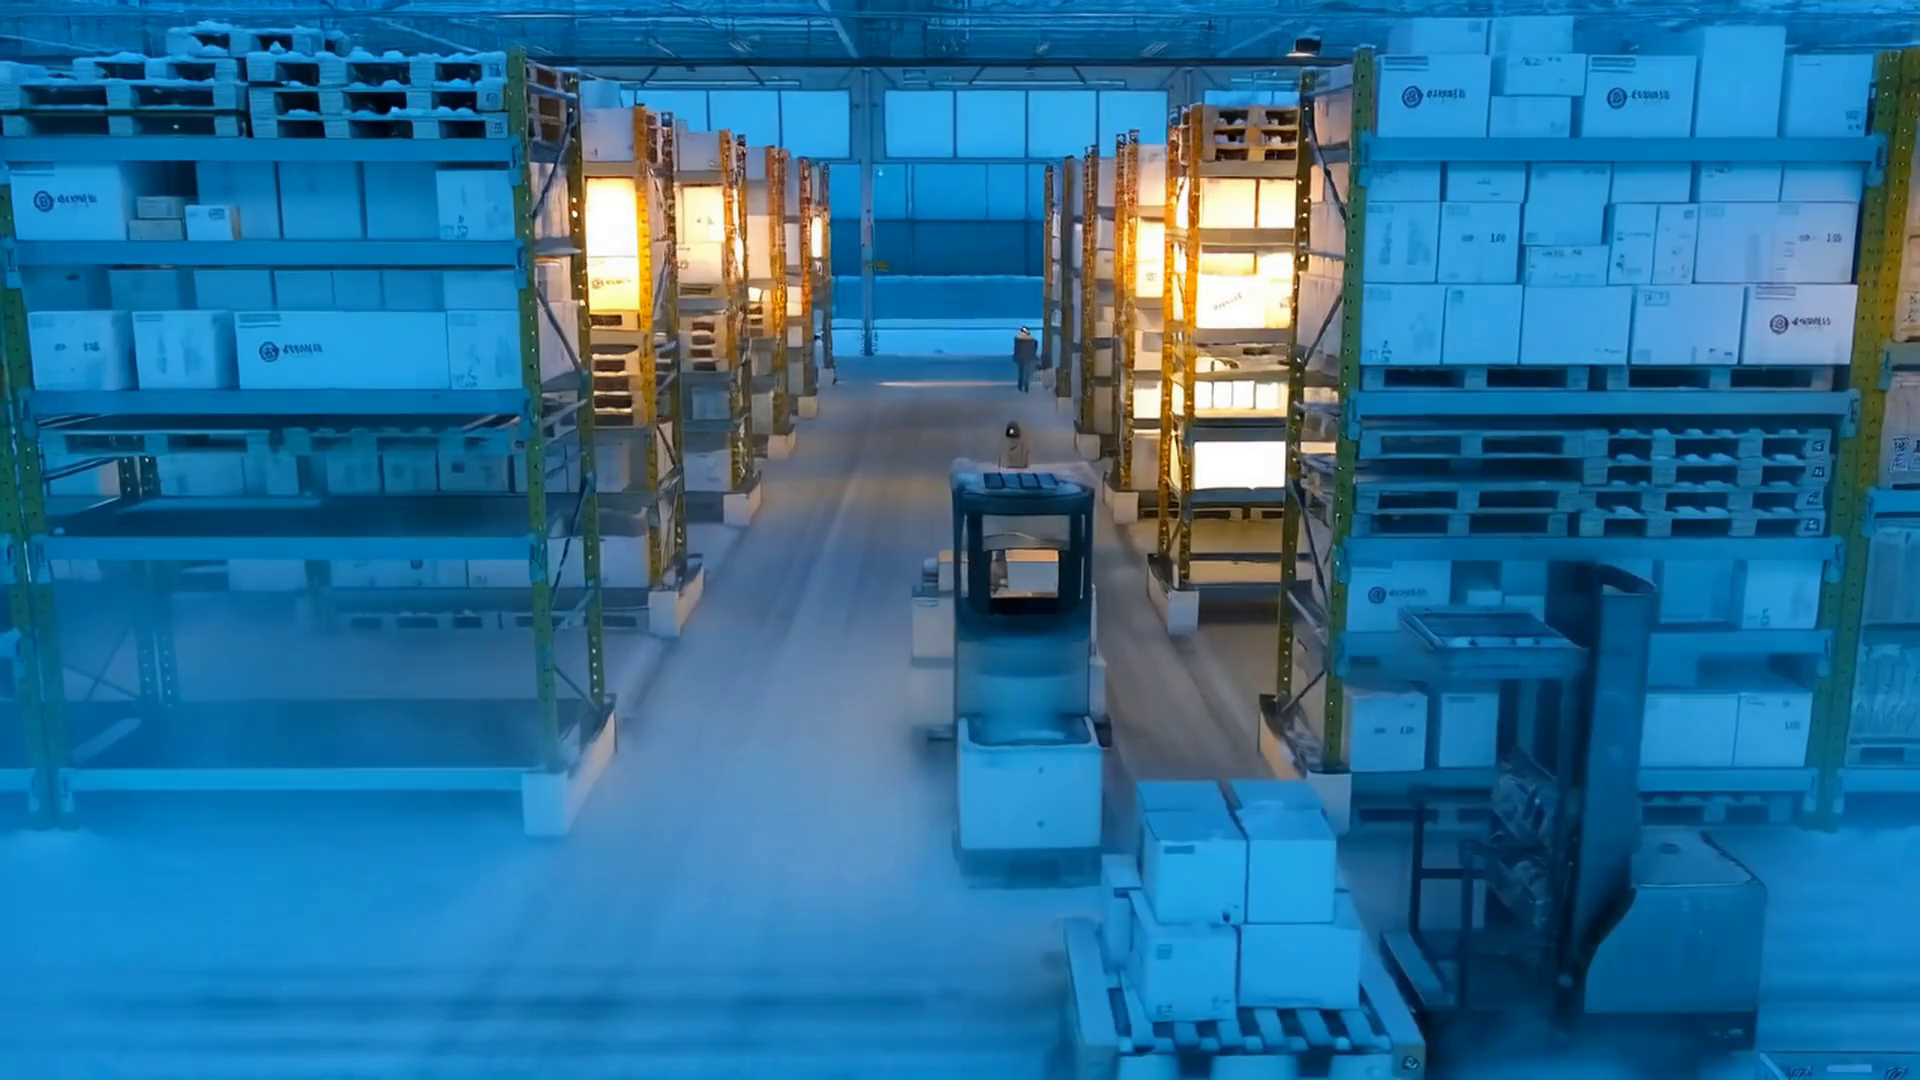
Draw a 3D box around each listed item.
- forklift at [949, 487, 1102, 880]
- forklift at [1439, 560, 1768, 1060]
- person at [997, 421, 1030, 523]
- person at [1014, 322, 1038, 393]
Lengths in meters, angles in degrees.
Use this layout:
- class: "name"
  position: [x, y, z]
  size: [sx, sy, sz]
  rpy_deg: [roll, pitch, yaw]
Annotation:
- class: "forklift"
  position: [0.495, 0.986, 12.813]
  size: [1.129, 2.768, 1.873]
  rpy_deg: [0, 11, -2]
- class: "forklift"
  position: [3.746, 1.563, 9.952]
  size: [1.873, 2.768, 1.129]
  rpy_deg: [0, 11, -1]
- class: "person"
  position: [0.860, -1.111, 26.394]
  size: [0.509, 1.593, 0.858]
  rpy_deg: [6, 13, 27]
- class: "person"
  position: [1.752, -4.885, 44.472]
  size: [0.646, 1.854, 1.003]
  rpy_deg: [0, 11, -1]
